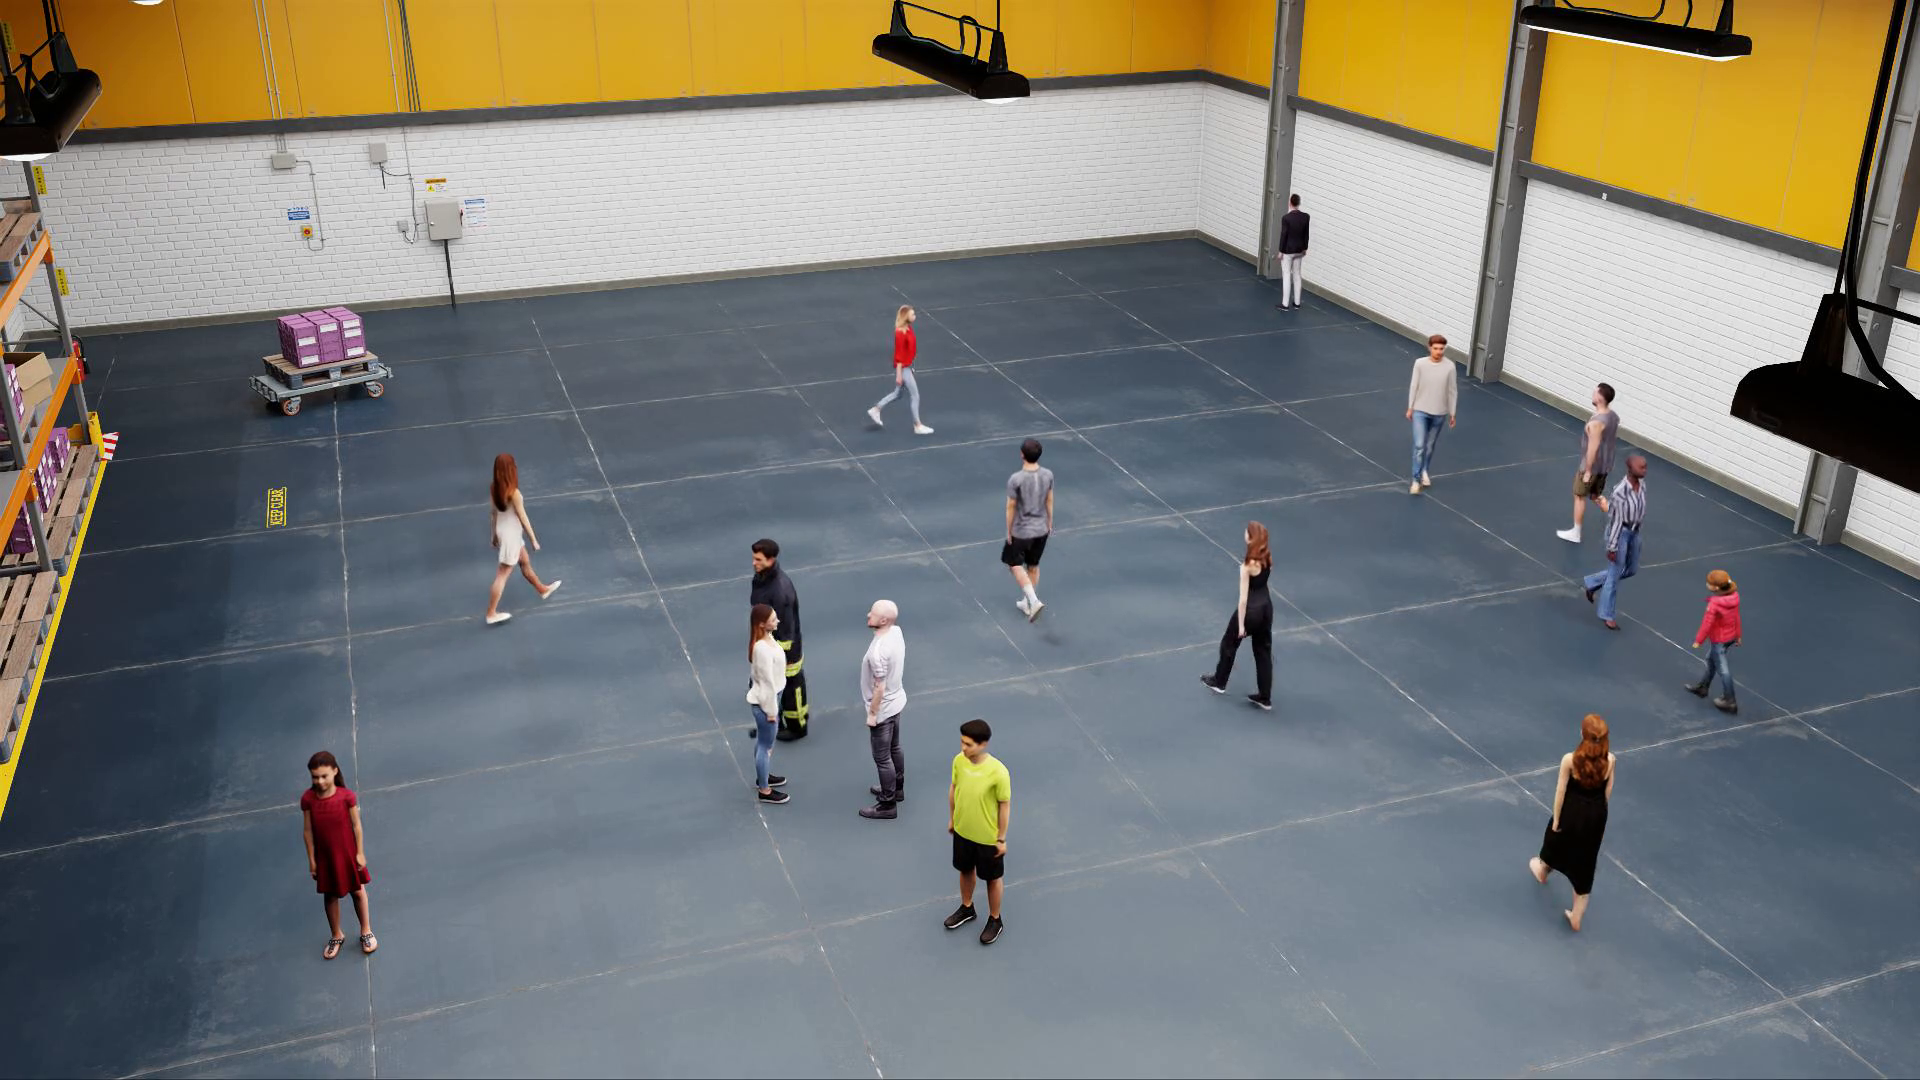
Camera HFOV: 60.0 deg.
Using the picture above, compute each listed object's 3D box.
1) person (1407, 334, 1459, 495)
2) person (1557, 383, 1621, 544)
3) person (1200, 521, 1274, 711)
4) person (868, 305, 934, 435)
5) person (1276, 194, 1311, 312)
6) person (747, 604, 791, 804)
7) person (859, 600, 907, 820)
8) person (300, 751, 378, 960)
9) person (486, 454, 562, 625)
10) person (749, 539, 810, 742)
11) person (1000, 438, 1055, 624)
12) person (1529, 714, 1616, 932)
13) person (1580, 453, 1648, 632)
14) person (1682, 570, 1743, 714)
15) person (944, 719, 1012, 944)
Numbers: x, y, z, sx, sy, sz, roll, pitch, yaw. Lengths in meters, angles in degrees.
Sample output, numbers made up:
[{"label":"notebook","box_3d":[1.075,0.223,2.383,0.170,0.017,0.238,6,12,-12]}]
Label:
[{"label":"person","box_3d":[5.454,-1.516,19.363,0.950,1.873,1.095,1,24,3]},{"label":"person","box_3d":[6.870,-0.773,17.805,0.831,1.829,1.049,-20,31,-38]},{"label":"person","box_3d":[2.640,0.687,14.518,0.816,1.716,1.031,-18,30,-36]},{"label":"person","box_3d":[-0.783,-2.142,21.044,1.056,1.673,1.129,5,24,11]},{"label":"person","box_3d":[5.285,-4.576,26.404,0.656,1.840,0.542,-7,25,-16]},{"label":"person","box_3d":[-1.539,1.275,13.204,0.730,1.692,0.560,-3,24,-7]},{"label":"person","box_3d":[-0.583,1.297,12.978,0.813,1.832,0.718,6,24,14]},{"label":"person","box_3d":[-4.279,2.132,11.416,0.553,1.554,0.616,-6,24,-14]},{"label":"person","box_3d":[-4.434,0.029,16.103,1.160,1.653,0.991,20,31,38]},{"label":"person","box_3d":[-1.456,0.821,13.974,0.960,1.907,0.769,-15,28,-31]},{"label":"person","box_3d":[0.712,-0.059,16.052,0.679,1.854,0.903,-10,25,-21]},{"label":"person","box_3d":[4.378,2.006,11.655,0.832,1.592,1.077,1,24,3]},{"label":"person","box_3d":[6.293,-0.014,16.040,0.751,1.782,0.858,-16,28,-32]},{"label":"person","box_3d":[6.741,0.903,14.574,0.656,1.276,0.812,-13,27,-28]},{"label":"person","box_3d":[0.130,1.986,11.557,0.657,1.708,0.766,16,28,32]}]
